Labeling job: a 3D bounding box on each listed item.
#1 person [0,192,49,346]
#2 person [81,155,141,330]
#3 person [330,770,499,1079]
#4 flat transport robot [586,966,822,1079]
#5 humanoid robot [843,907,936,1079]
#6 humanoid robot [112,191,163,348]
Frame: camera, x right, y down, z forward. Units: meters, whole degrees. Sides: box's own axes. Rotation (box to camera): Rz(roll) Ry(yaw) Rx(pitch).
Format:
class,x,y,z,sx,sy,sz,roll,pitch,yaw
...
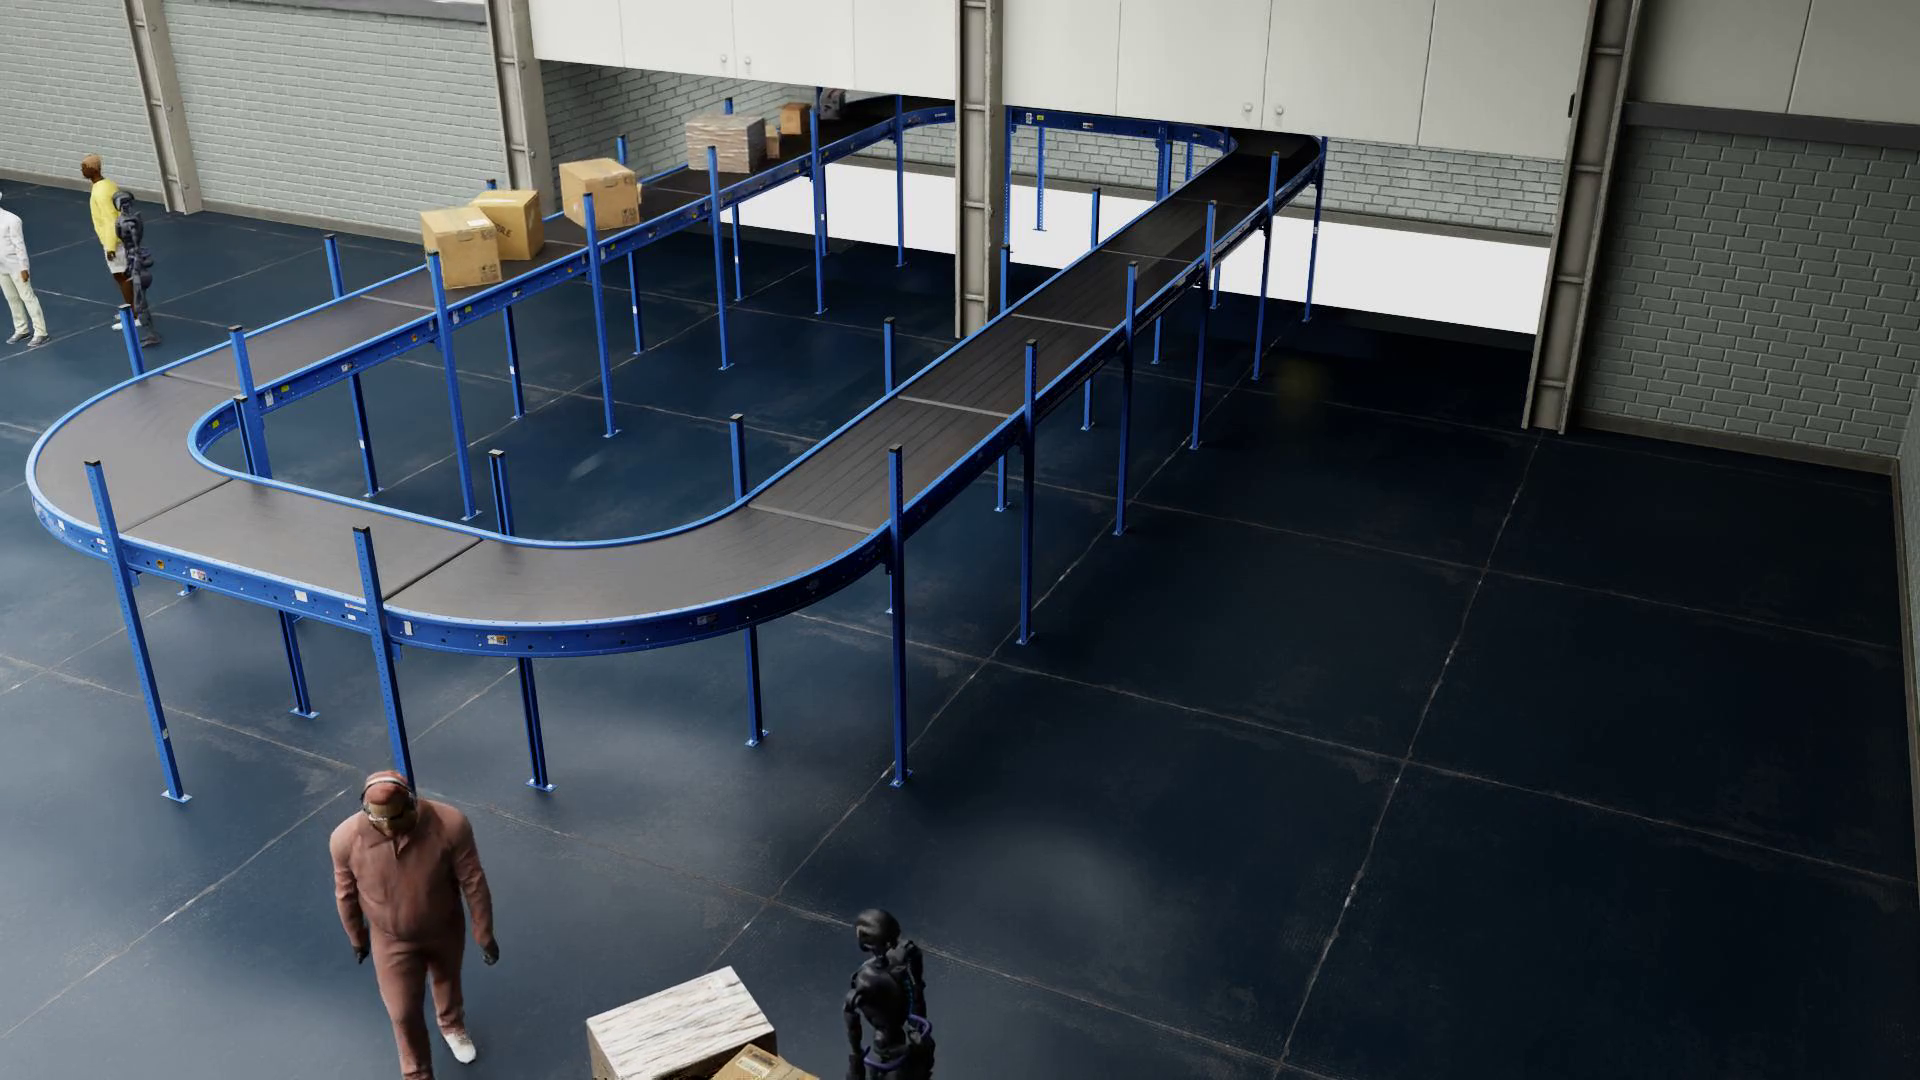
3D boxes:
class,x,y,z,sx,sy,sz,roll,pitch,yaw
person,-10.148,-2.929,17.717,0.561,1.745,0.345,10,28,19
person,-9.304,-3.271,18.258,0.391,1.891,0.572,-9,28,-17
person,-2.547,1.886,7.874,0.678,1.859,0.855,-10,28,-19
flat transport robot,-1.044,2.977,7.477,1.431,0.231,0.659,-21,34,-36
humanoid robot,-0.303,2.299,7.268,0.308,1.655,0.608,15,30,28
humanoid robot,-8.790,-2.904,17.733,0.347,1.650,0.602,-17,31,-30
